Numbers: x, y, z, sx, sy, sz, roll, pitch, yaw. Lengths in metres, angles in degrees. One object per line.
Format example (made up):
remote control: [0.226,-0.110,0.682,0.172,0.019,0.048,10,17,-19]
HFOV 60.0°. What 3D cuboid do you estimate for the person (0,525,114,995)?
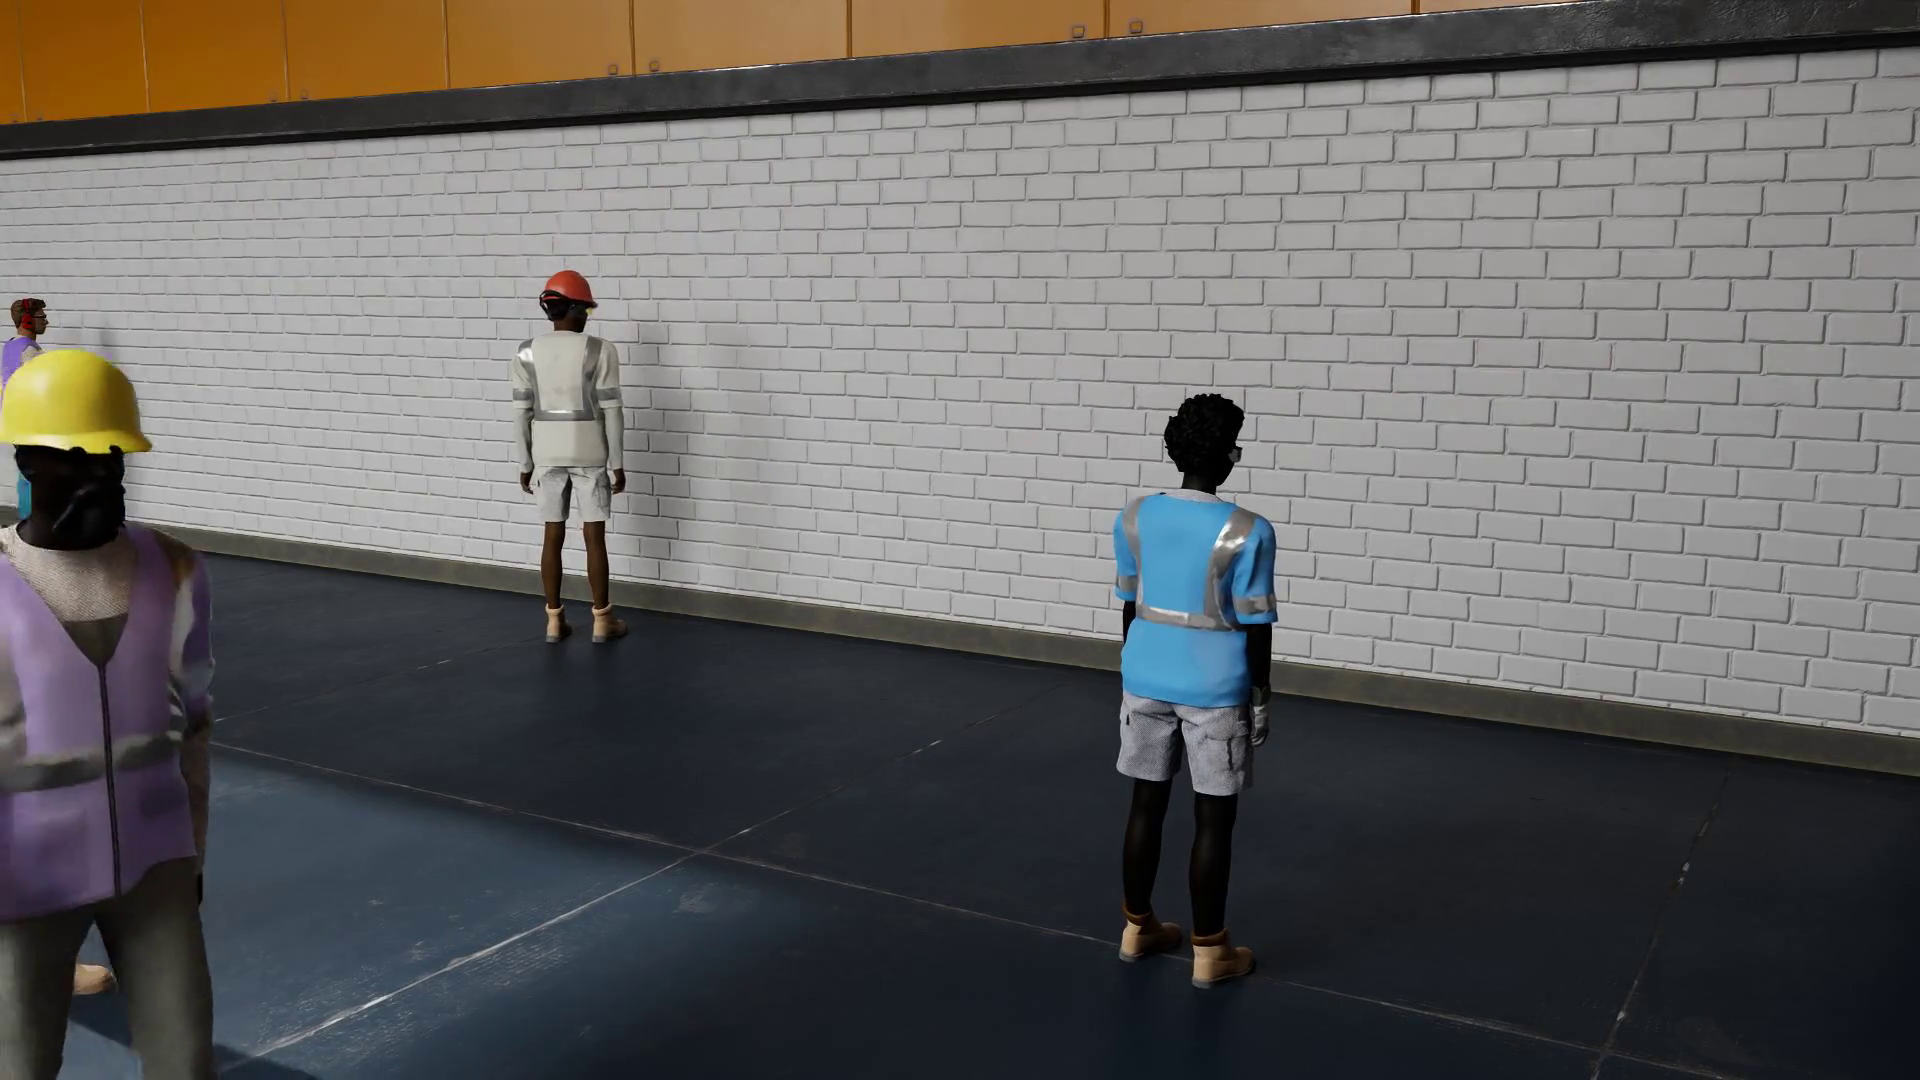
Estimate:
person: [-2.825,0.420,4.437,0.803,1.809,0.654,-1,9,-8]

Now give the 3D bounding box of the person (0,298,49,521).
person: [-6.745,-0.829,12.098,0.389,1.847,0.566,-8,12,-42]

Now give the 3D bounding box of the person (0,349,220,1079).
person: [-1.695,0.581,3.167,0.885,1.895,0.589,7,12,39]

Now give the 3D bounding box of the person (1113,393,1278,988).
person: [0.667,0.426,4.762,0.530,1.689,0.321,7,12,38]

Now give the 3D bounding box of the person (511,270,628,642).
person: [-2.128,-0.449,9.133,0.605,2.038,0.394,1,9,6]
